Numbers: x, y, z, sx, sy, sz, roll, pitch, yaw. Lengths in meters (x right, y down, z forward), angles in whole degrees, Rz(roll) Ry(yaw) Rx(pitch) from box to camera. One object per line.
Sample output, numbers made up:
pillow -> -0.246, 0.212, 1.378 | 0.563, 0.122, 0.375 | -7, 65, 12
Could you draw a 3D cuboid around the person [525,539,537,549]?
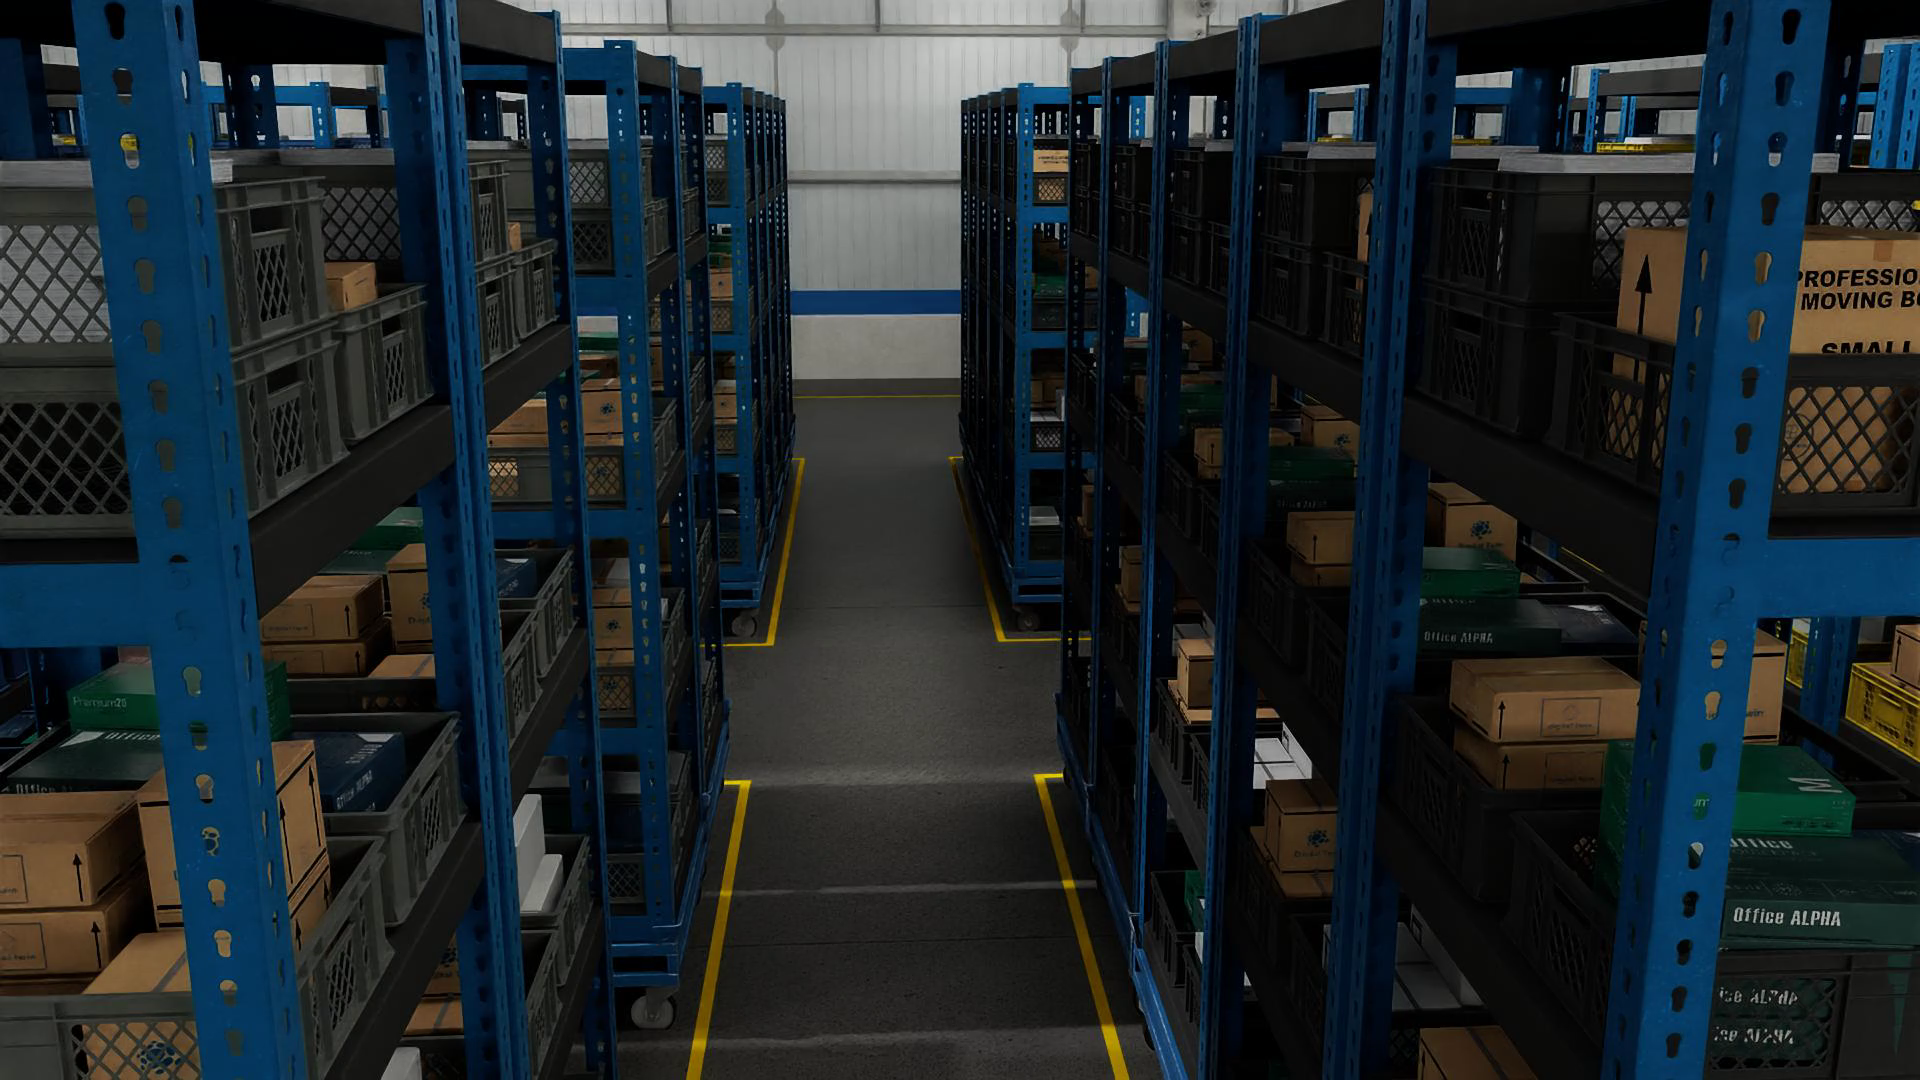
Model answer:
person -> -2.668, -0.199, 10.476 | 0.414, 1.985, 0.612 | -1, 14, -4
